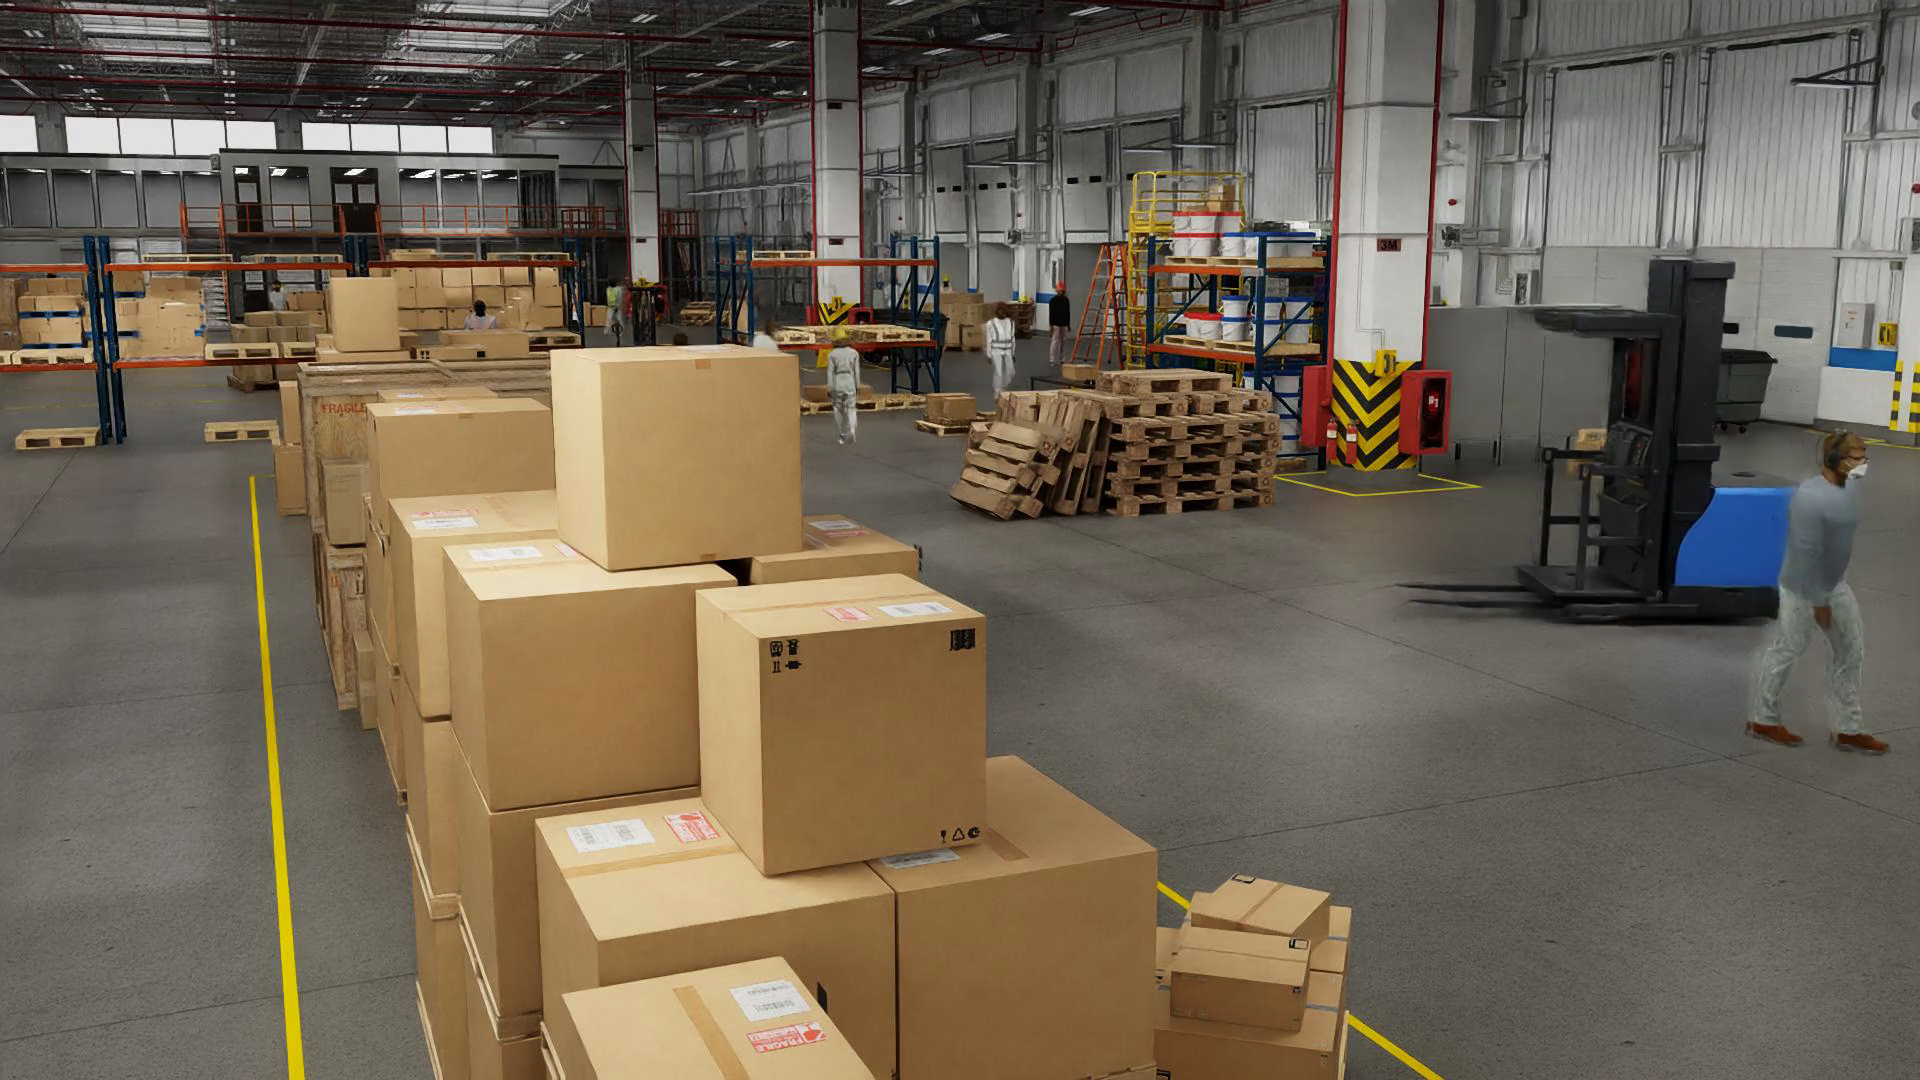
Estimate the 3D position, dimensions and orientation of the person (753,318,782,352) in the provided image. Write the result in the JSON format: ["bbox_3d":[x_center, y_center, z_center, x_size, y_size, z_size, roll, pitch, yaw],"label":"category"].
[{"bbox_3d":[-2.739,-2.190,23.465,0.622,1.891,0.672,-6,12,-31],"label":"person"}]

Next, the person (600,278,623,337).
[{"bbox_3d":[-10.525,-7.016,50.340,0.627,1.794,0.945,4,11,23],"label":"person"}]

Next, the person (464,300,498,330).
[{"bbox_3d":[-9.007,-3.586,31.314,0.627,1.844,0.429,-3,11,-17],"label":"person"}]

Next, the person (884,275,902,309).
[{"bbox_3d":[-2.065,-7.293,51.640,0.555,1.896,0.960,-2,11,-12],"label":"person"}]

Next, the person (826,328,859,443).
[{"bbox_3d":[-1.704,-2.233,24.223,0.511,1.708,0.589,-3,11,-15],"label":"person"}]

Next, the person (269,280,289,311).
[{"bbox_3d":[-18.829,-6.245,45.975,0.528,1.845,0.768,-3,11,-16],"label":"person"}]

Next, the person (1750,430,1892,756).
[{"bbox_3d":[5.046,0.321,9.606,0.647,1.902,0.875,-7,12,-33],"label":"person"}]

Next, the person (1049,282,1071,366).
[{"bbox_3d":[2.365,-5.103,39.310,0.617,1.982,0.406,-8,13,-38],"label":"person"}]

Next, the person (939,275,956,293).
[{"bbox_3d":[-0.411,-7.158,50.825,0.596,1.903,0.745,1,10,7],"label":"person"}]

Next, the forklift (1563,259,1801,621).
[{"bbox_3d":[5.707,-0.821,13.213,1.873,2.768,1.129,1,10,3],"label":"forklift"}]

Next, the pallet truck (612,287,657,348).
[{"bbox_3d":[-6.464,-4.406,35.401,0.823,1.965,1.885,6,12,32],"label":"pallet truck"}]

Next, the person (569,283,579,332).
[{"bbox_3d":[-11.500,-6.806,49.464,0.318,1.697,0.533,0,10,1],"label":"person"}]

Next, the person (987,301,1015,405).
[{"bbox_3d":[0.756,-3.349,29.918,0.602,1.869,0.426,-6,12,-29],"label":"person"}]

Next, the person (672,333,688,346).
[{"bbox_3d":[-3.555,-1.761,21.370,0.929,1.811,0.508,8,13,39],"label":"person"}]

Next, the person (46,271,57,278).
[{"bbox_3d":[-28.068,-7.352,51.519,0.614,2.039,0.394,-4,11,-19],"label":"person"}]

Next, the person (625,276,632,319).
[{"bbox_3d":[-12.131,-9.148,61.668,0.602,1.950,0.381,2,10,10],"label":"person"}]

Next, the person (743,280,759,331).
[{"bbox_3d":[-6.544,-7.329,52.180,0.564,1.744,0.417,-5,11,-26],"label":"person"}]
